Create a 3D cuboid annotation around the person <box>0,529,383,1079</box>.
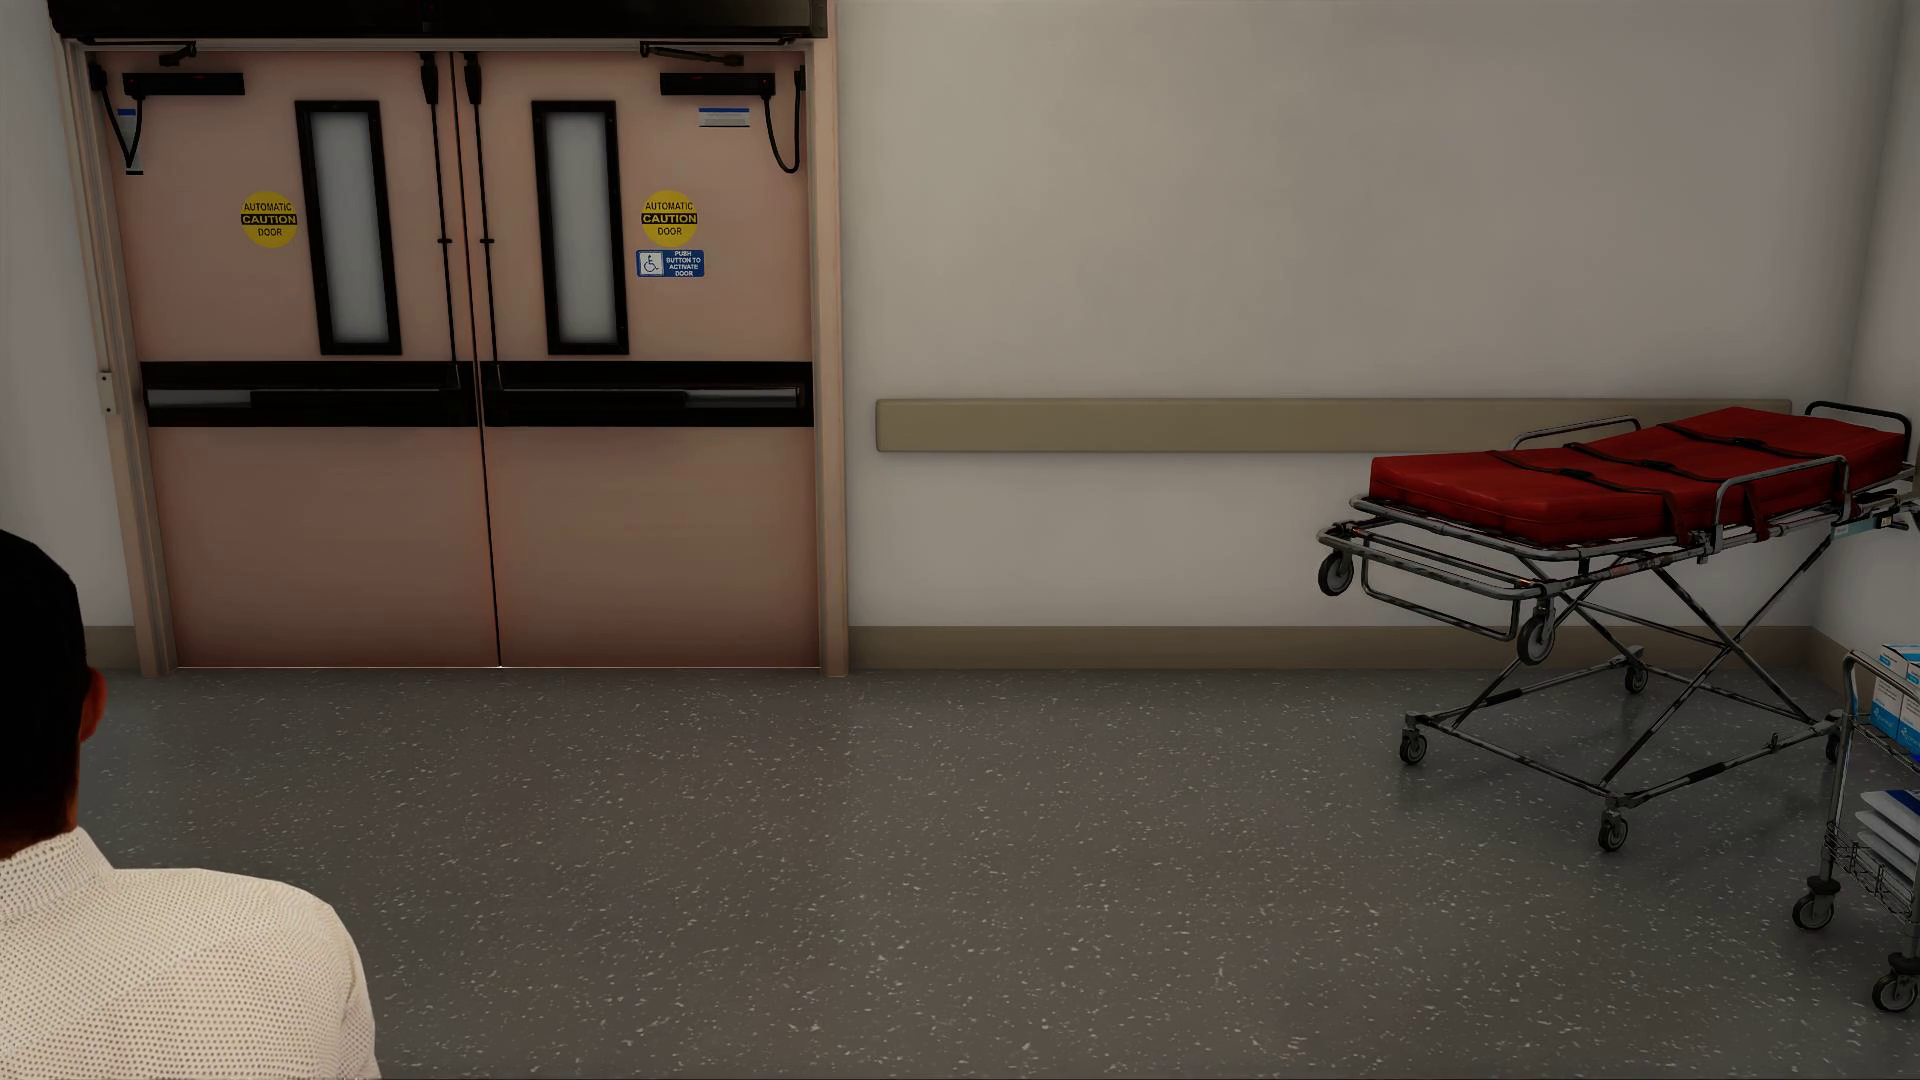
[{"bbox_3d":[-0.671,0.857,1.345,0.732,1.806,0.788,-15,21,-42],"label":"person"}]
